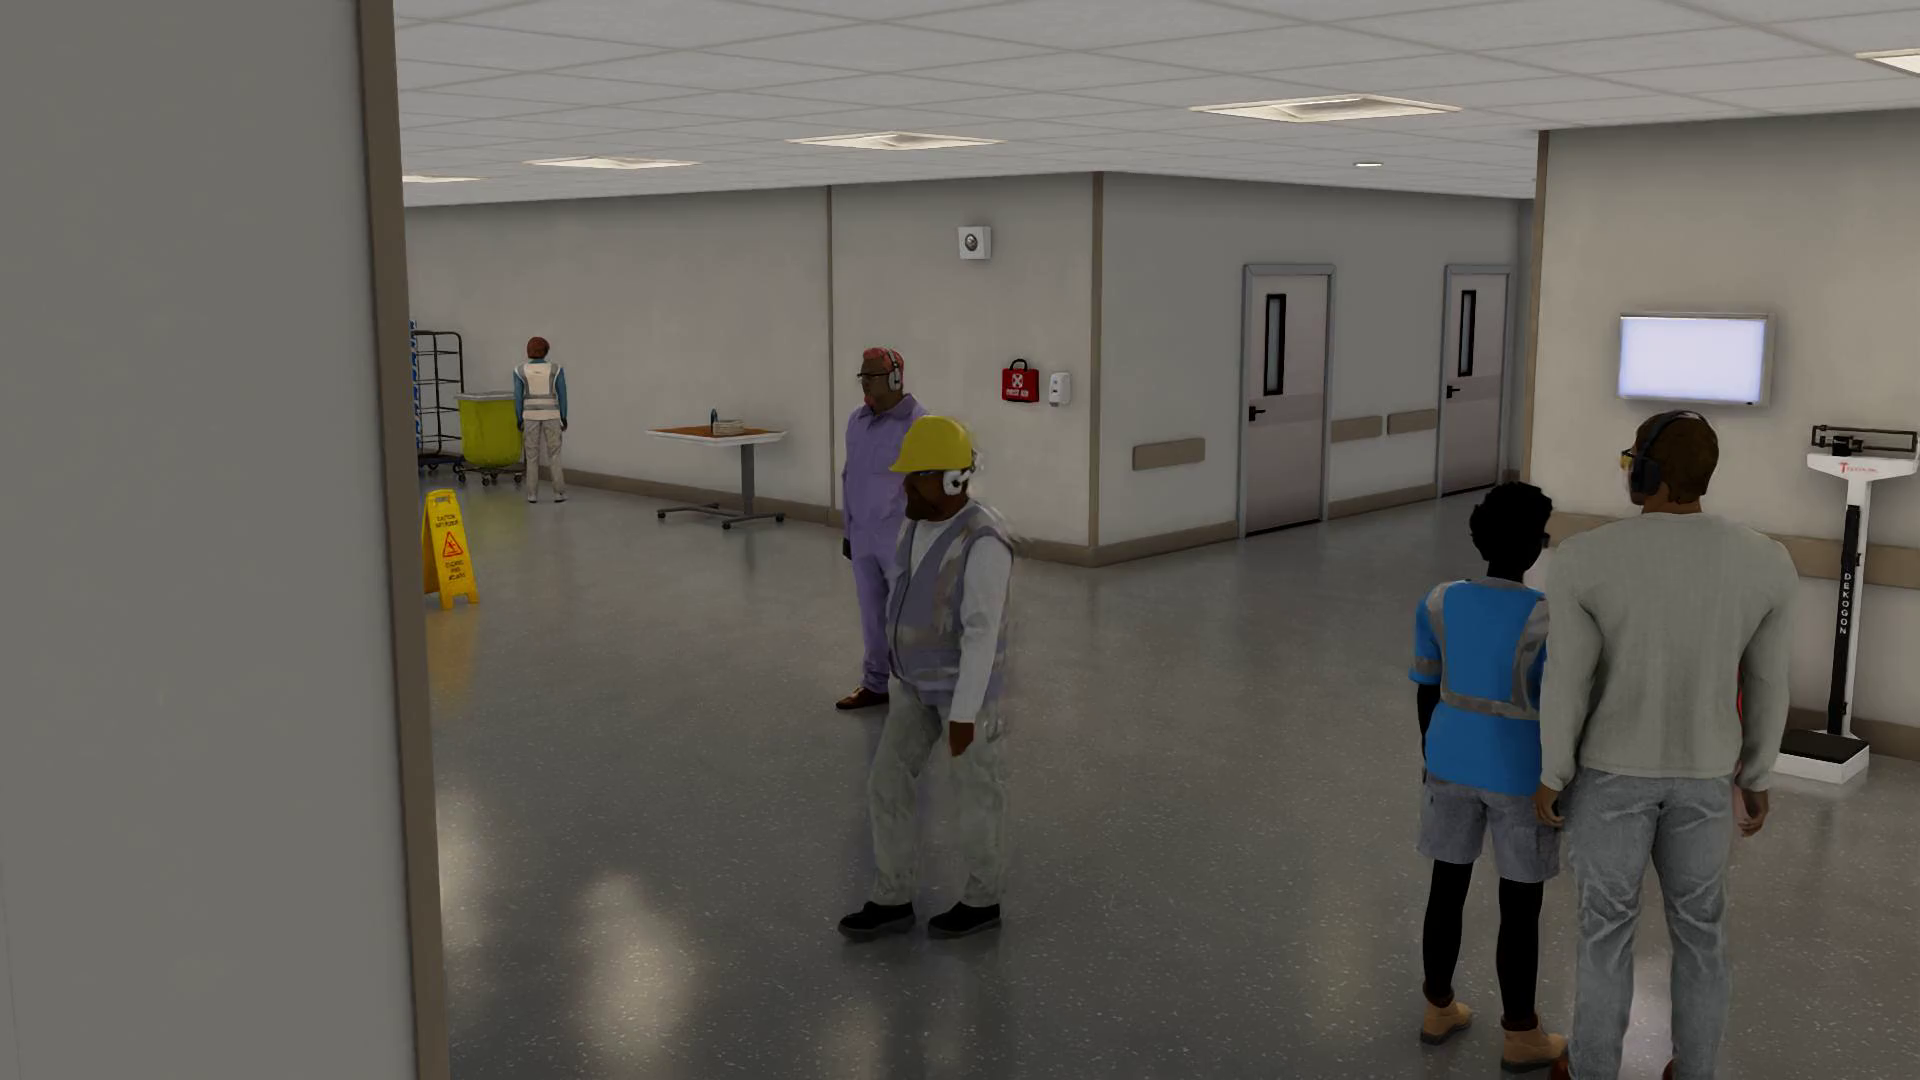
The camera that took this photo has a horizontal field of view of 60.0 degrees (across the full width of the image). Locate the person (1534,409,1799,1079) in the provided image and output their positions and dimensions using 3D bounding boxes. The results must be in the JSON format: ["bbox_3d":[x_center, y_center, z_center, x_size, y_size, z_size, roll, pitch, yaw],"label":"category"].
[{"bbox_3d":[1.848,0.619,4.426,0.635,1.939,0.361,1,9,4],"label":"person"}]

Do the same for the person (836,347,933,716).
[{"bbox_3d":[-0.385,-0.030,8.508,0.646,1.907,0.401,9,13,43],"label":"person"}]

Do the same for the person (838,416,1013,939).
[{"bbox_3d":[-0.139,0.493,5.579,0.704,1.807,0.627,-6,11,-32],"label":"person"}]

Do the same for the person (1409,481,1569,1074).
[{"bbox_3d":[1.546,0.676,4.813,0.322,1.696,0.536,-8,12,-41],"label":"person"}]

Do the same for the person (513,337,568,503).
[{"bbox_3d":[-4.115,-1.177,16.360,0.514,1.639,0.311,-1,9,-7],"label":"person"}]
